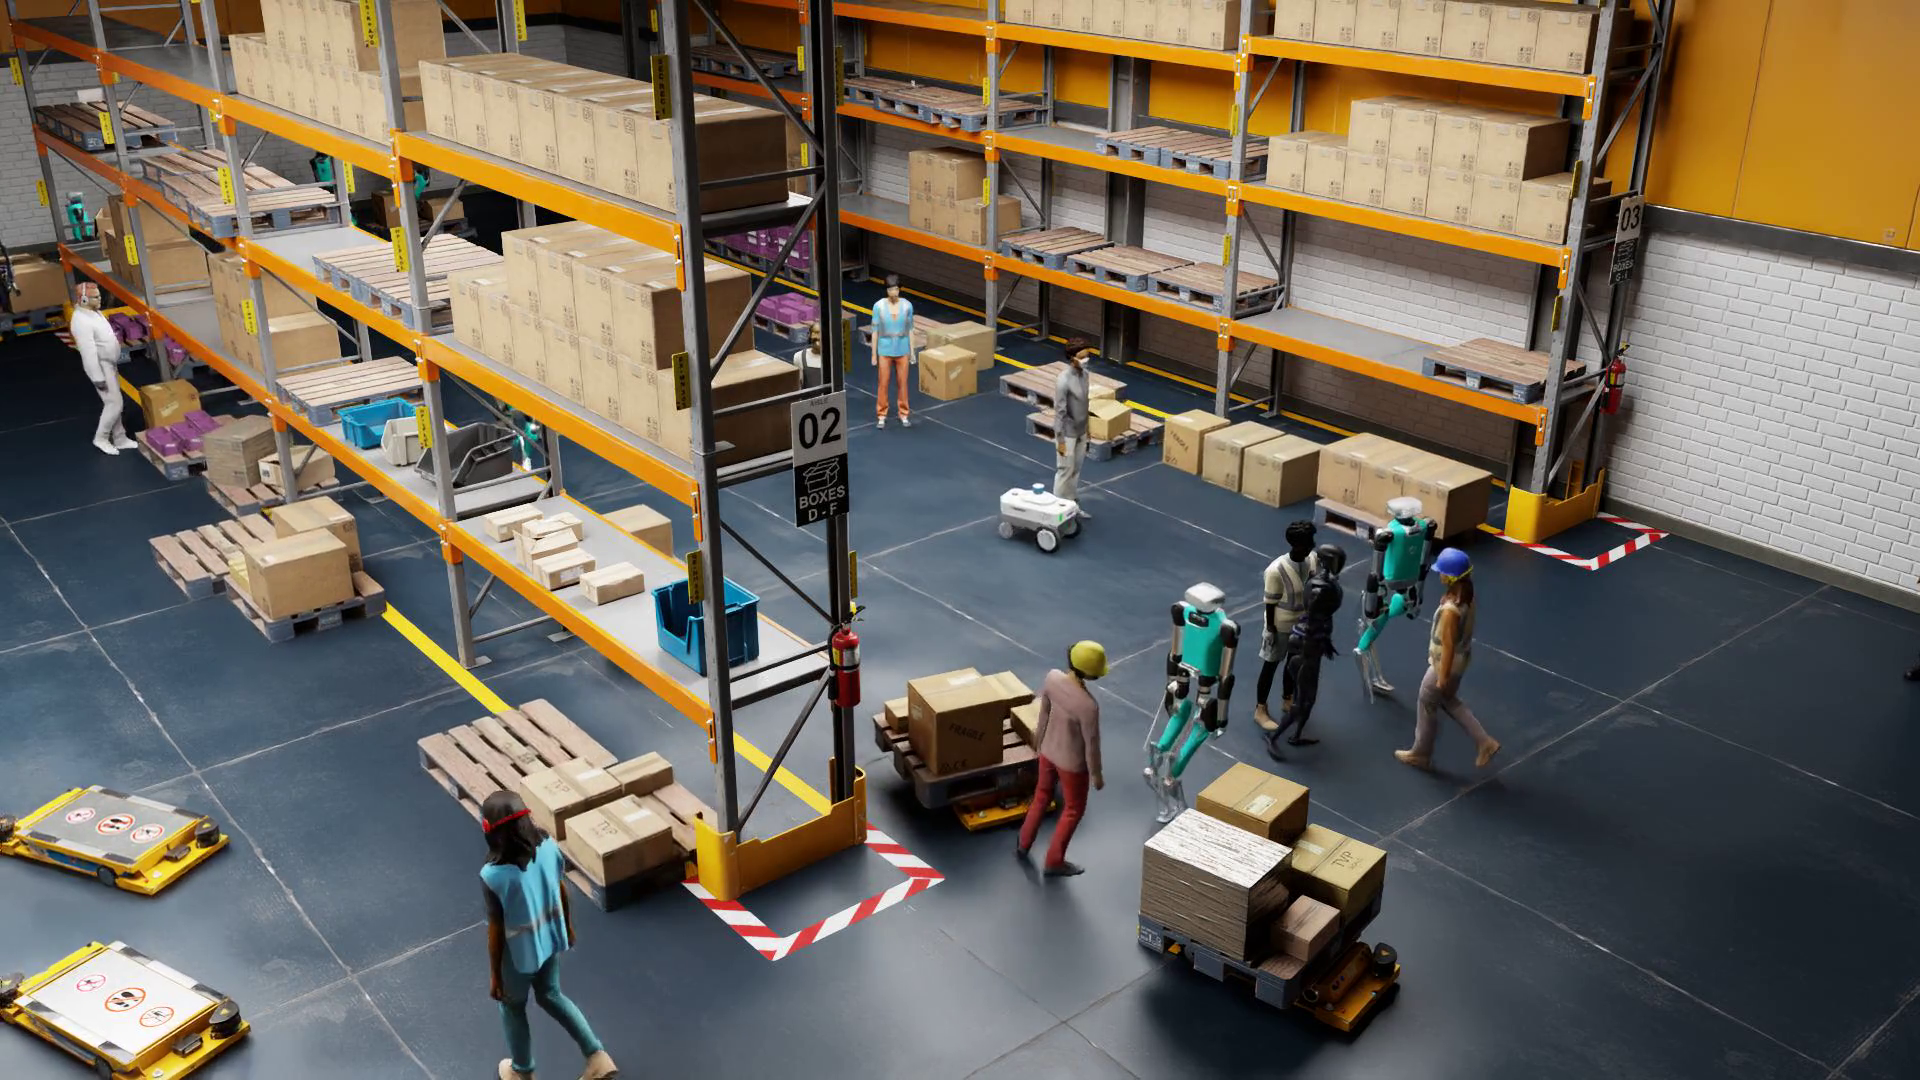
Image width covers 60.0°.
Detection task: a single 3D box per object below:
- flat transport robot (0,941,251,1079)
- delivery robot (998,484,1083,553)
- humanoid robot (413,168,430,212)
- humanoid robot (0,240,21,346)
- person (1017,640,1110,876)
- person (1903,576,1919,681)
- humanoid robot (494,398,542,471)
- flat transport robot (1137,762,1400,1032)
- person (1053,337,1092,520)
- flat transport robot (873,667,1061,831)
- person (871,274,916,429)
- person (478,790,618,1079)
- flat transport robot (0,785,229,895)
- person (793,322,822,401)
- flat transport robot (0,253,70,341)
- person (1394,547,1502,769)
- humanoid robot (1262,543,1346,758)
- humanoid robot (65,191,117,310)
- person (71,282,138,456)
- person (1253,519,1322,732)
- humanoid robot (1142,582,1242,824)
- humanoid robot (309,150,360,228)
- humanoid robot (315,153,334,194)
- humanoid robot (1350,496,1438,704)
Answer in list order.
[{"bbox_3d":[-4.780,2.676,9.447,1.431,0.231,0.659,13,27,28],"label":"flat transport robot"},{"bbox_3d":[0.766,-0.225,15.827,0.802,0.613,0.499,14,27,30],"label":"delivery robot"},{"bbox_3d":[-9.202,-6.089,27.898,1.014,1.720,0.536,11,26,24],"label":"humanoid robot"},{"bbox_3d":[-12.535,-3.333,21.582,0.614,1.656,0.332,-3,24,-7],"label":"humanoid robot"},{"bbox_3d":[0.659,1.365,10.652,0.363,1.716,0.693,-16,28,-33],"label":"person"},{"bbox_3d":[7.780,0.259,12.961,0.388,1.927,0.545,-20,30,-38],"label":"person"},{"bbox_3d":[-4.453,-1.127,16.467,0.556,1.829,0.886,-19,29,-36],"label":"humanoid robot"},{"bbox_3d":[1.844,2.435,10.004,1.431,0.231,0.659,18,29,35],"label":"flat transport robot"},{"bbox_3d":[1.062,-1.047,16.028,0.394,1.892,0.551,17,28,34],"label":"person"},{"bbox_3d":[0.082,1.599,11.940,0.659,0.231,1.431,-10,25,-21],"label":"flat transport robot"},{"bbox_3d":[-0.748,-2.109,18.639,0.505,1.763,0.305,-4,24,-9],"label":"person"},{"bbox_3d":[-2.194,2.153,8.680,0.680,1.840,0.580,16,28,32],"label":"person"},{"bbox_3d":[-5.674,1.972,11.077,1.431,0.231,0.659,9,25,20],"label":"flat transport robot"},{"bbox_3d":[-1.405,-1.285,16.631,0.503,1.846,0.345,-1,23,-3],"label":"person"},{"bbox_3d":[-12.556,-2.909,22.379,1.431,0.231,0.659,-21,31,-40],"label":"flat transport robot"},{"bbox_3d":[3.507,0.872,11.739,0.631,1.749,0.466,15,28,31],"label":"person"},{"bbox_3d":[2.498,0.780,12.070,0.454,1.647,0.598,11,26,25],"label":"humanoid robot"},{"bbox_3d":[-11.799,-3.914,22.870,0.651,1.816,0.534,-17,29,-34],"label":"humanoid robot"},{"bbox_3d":[-9.195,-1.836,17.846,0.442,1.900,0.648,-7,24,-15],"label":"person"},{"bbox_3d":[2.462,0.621,12.414,0.531,1.691,0.322,-15,27,-30],"label":"person"},{"bbox_3d":[1.459,1.163,11.044,0.674,1.752,0.534,-20,30,-39],"label":"humanoid robot"},{"bbox_3d":[-9.715,-5.368,26.278,0.557,1.818,0.897,7,24,15],"label":"humanoid robot"},{"bbox_3d":[-10.327,-5.793,27.288,0.608,1.648,0.344,12,26,25],"label":"humanoid robot"},{"bbox_3d":[3.210,0.456,12.804,0.556,1.835,0.752,-10,25,-22],"label":"humanoid robot"}]
